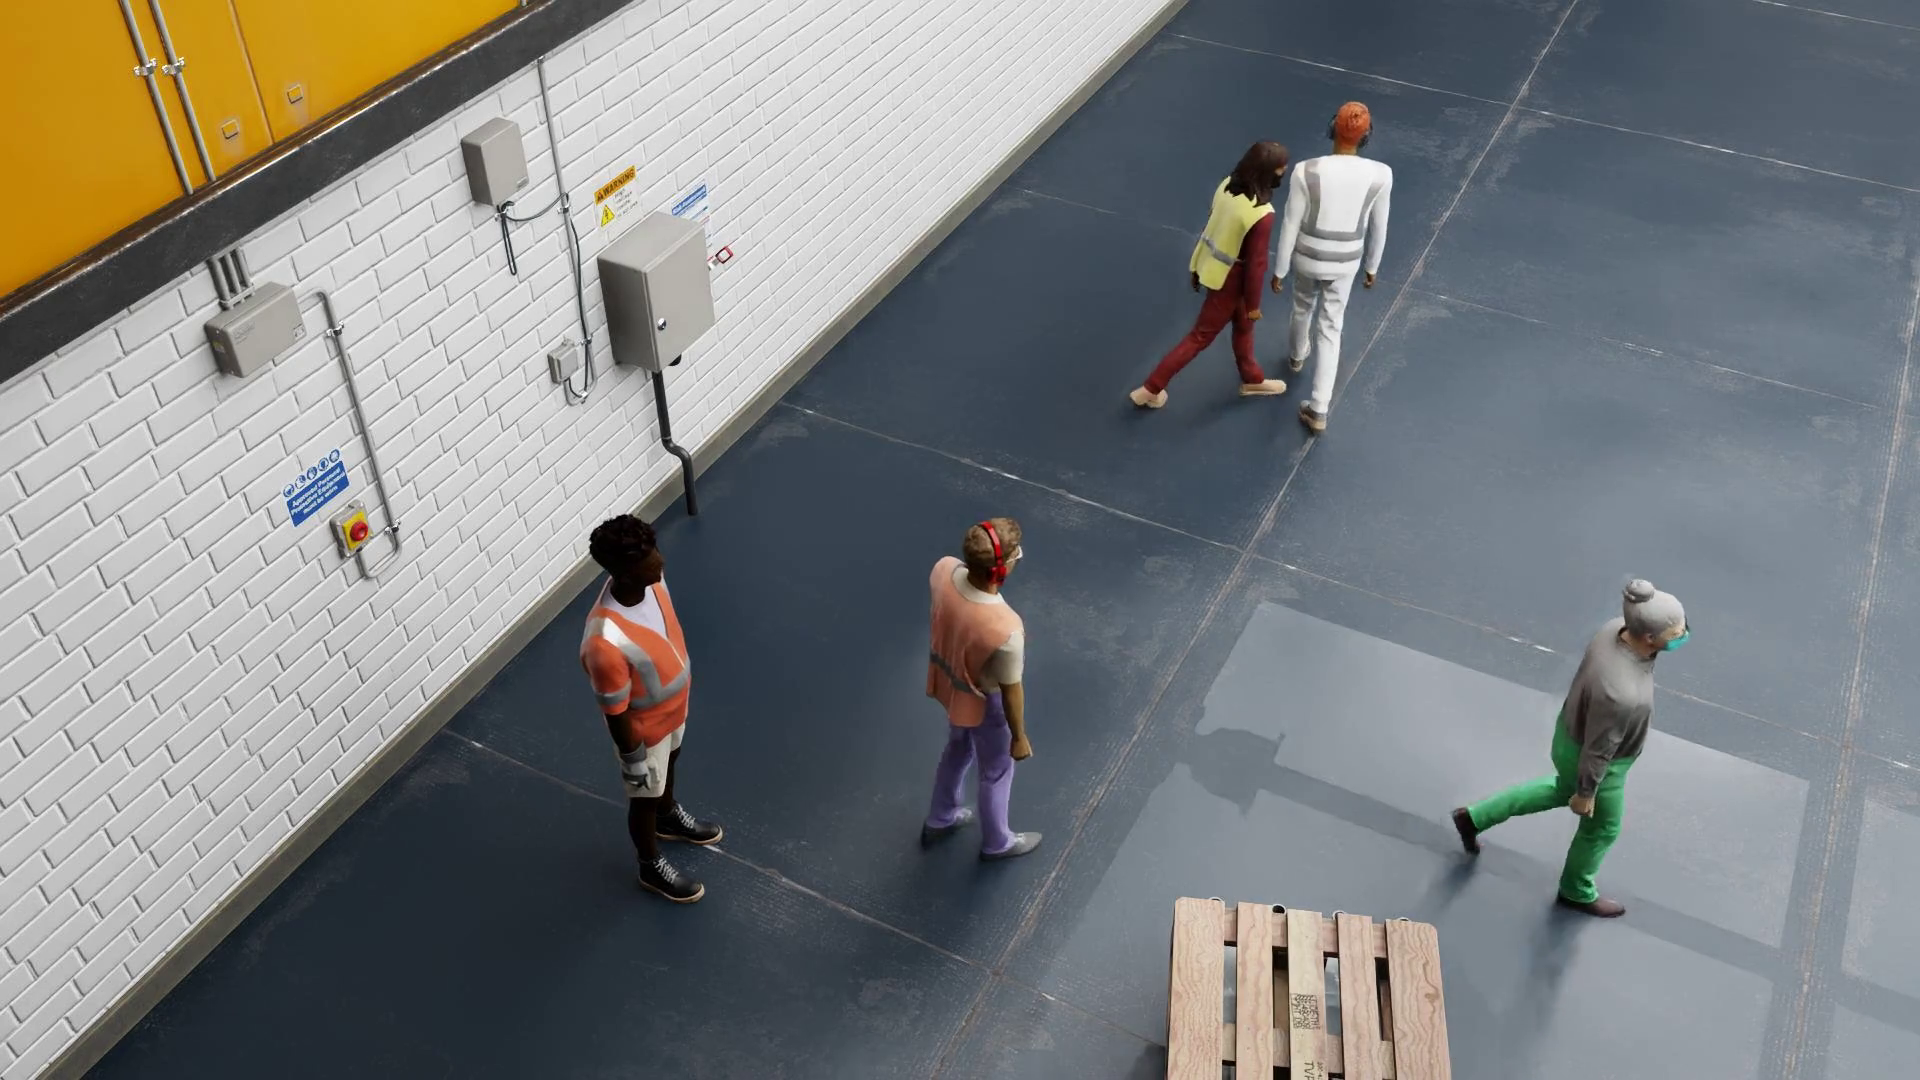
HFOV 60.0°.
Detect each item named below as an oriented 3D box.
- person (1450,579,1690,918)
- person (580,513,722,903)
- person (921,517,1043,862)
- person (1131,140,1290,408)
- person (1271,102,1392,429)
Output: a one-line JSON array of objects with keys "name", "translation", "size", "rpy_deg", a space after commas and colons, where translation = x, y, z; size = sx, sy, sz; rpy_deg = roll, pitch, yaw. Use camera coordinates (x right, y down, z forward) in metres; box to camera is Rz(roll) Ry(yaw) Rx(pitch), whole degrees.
[{"name": "person", "translation": [2.498, 0.822, 6.696], "size": [0.716, 1.818, 0.515], "rpy_deg": [9, 42, 10]}, {"name": "person", "translation": [-1.256, 0.681, 6.749], "size": [0.361, 1.965, 0.612], "rpy_deg": [6, 41, 7]}, {"name": "person", "translation": [0.091, 0.660, 6.885], "size": [0.437, 1.858, 0.569], "rpy_deg": [-23, 46, -24]}, {"name": "person", "translation": [1.465, -1.464, 9.443], "size": [0.960, 1.708, 0.479], "rpy_deg": [-8, 41, -9]}, {"name": "person", "translation": [2.095, -1.565, 9.464], "size": [0.604, 1.831, 0.939], "rpy_deg": [5, 41, 5]}]
